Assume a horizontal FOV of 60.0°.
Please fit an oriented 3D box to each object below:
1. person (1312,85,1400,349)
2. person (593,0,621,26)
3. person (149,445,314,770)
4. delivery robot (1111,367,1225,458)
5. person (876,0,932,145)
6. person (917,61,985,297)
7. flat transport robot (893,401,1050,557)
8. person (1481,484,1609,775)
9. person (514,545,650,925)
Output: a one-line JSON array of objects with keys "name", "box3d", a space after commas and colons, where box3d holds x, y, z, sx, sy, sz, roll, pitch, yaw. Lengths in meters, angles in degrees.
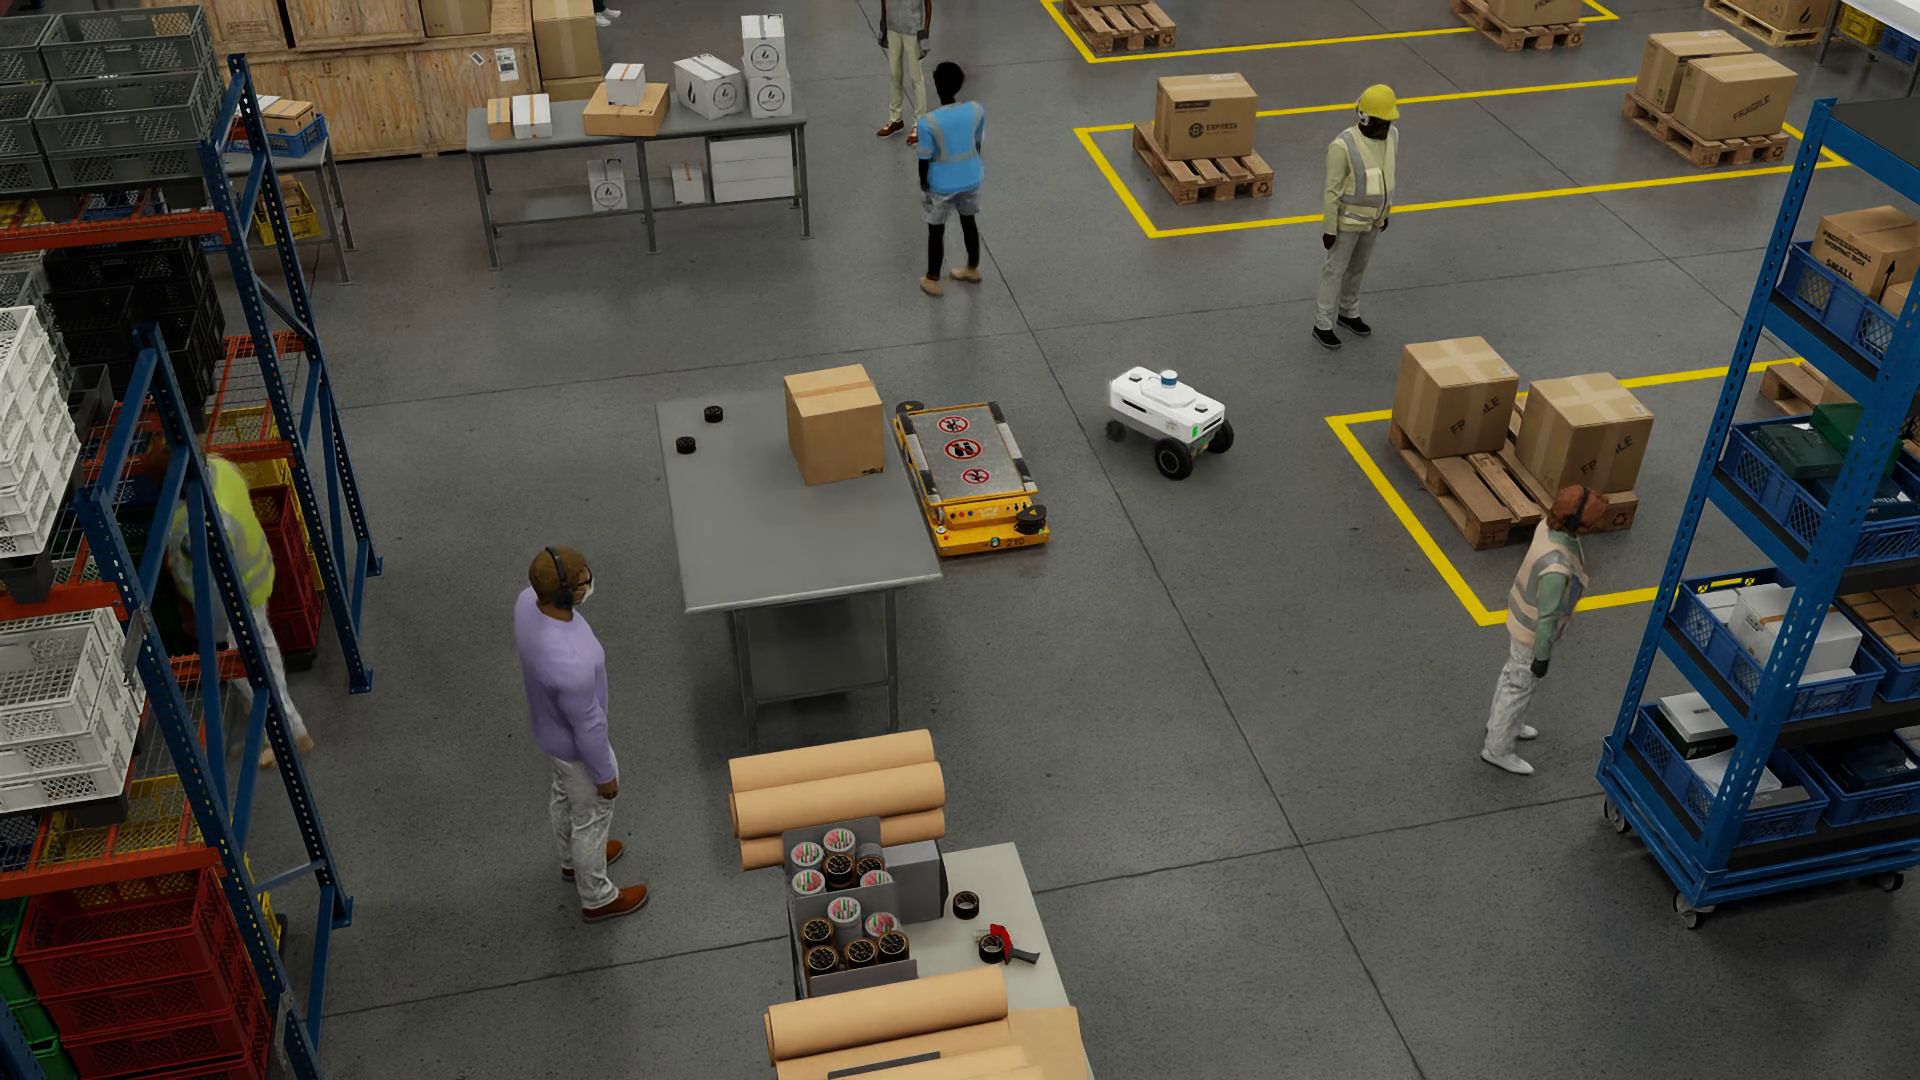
[{"name": "person", "box3d": [2.674, -2.171, 11.151, 0.603, 1.828, 0.404, -24, 43, -28]}, {"name": "person", "box3d": [-3.588, -6.013, 16.266, 0.433, 1.895, 0.642, 8, 37, 10]}, {"name": "person", "box3d": [-3.465, 0.263, 7.901, 0.432, 1.816, 0.675, -7, 37, -9]}, {"name": "delivery robot", "box3d": [1.281, -0.825, 10.327, 0.707, 0.478, 0.477, 30, 46, 34]}, {"name": "person", "box3d": [-0.469, -4.247, 13.917, 0.521, 1.862, 0.328, 21, 42, 26]}, {"name": "person", "box3d": [-0.063, -2.539, 11.767, 0.554, 1.683, 0.360, -15, 39, -20]}, {"name": "flat transport robot", "box3d": [0.046, -0.430, 10.108, 0.652, 0.197, 1.431, -8, 37, -10]}, {"name": "person", "box3d": [2.723, 0.412, 7.845, 0.315, 1.630, 0.528, 10, 38, 13]}, {"name": "person", "box3d": [-1.619, 0.825, 7.041, 0.358, 1.931, 0.628, -19, 41, -23]}]
